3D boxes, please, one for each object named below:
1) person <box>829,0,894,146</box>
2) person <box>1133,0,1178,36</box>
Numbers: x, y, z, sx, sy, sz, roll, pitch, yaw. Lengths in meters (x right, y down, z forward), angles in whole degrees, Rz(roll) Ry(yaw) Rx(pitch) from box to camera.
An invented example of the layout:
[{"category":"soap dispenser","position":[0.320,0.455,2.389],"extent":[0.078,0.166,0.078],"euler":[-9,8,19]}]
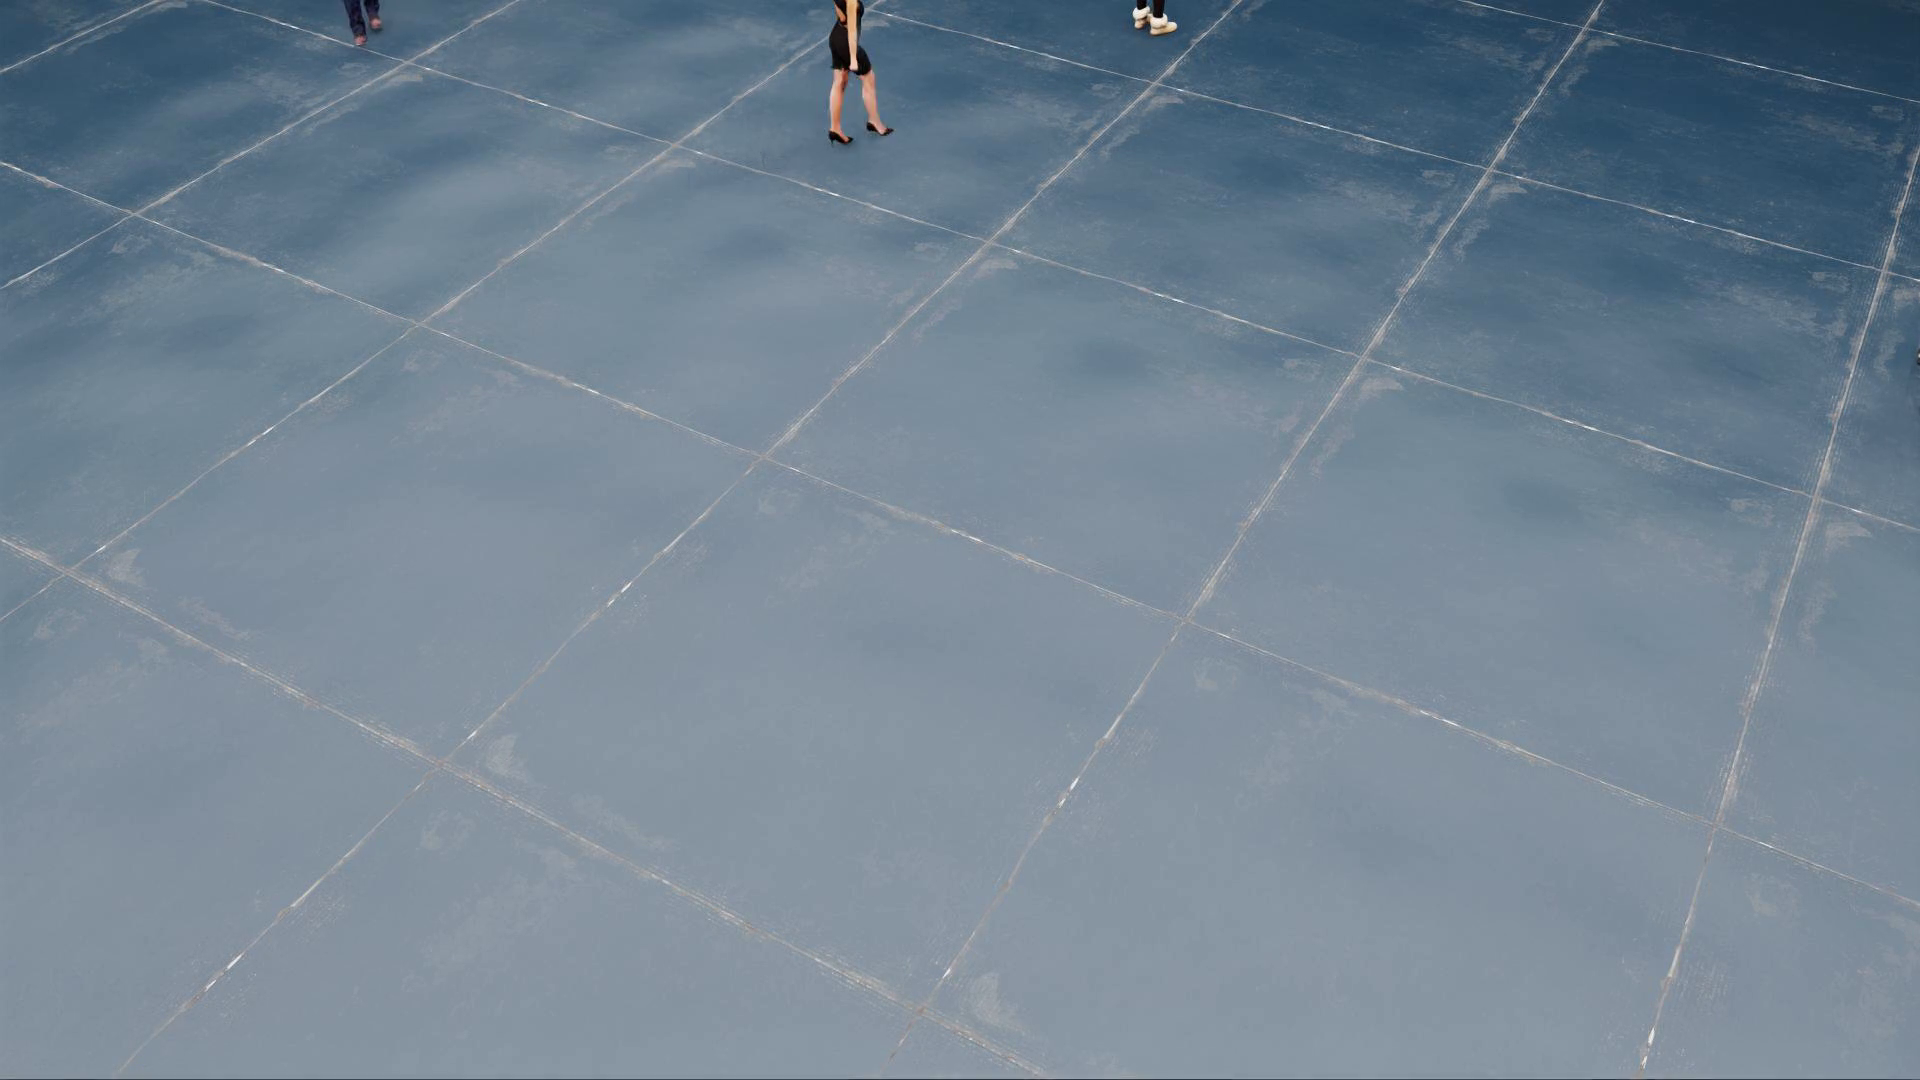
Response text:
[{"category":"person","position":[-0.978,-3.902,13.310],"extent":[0.909,1.630,0.814],"euler":[-19,46,-20]},{"category":"person","position":[1.772,-5.382,14.919],"extent":[0.661,1.659,0.667],"euler":[-30,50,-29]}]
